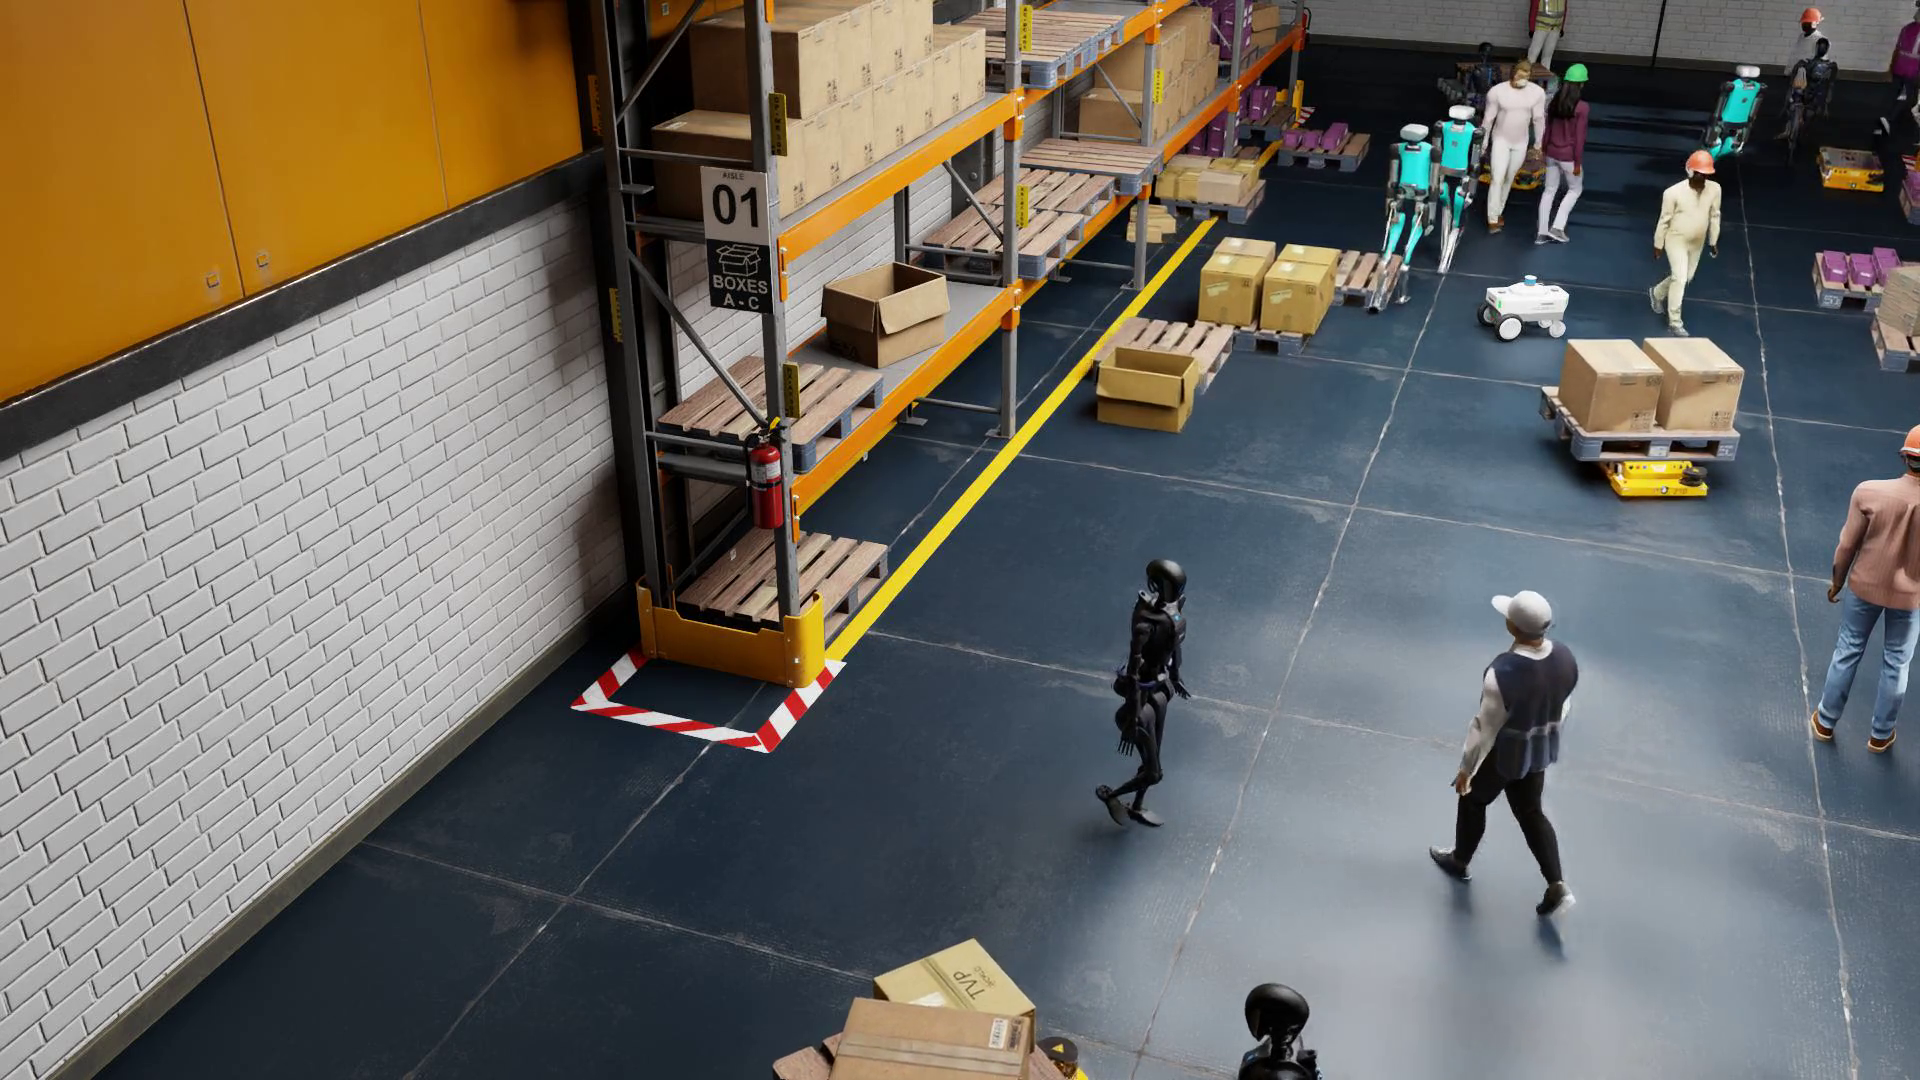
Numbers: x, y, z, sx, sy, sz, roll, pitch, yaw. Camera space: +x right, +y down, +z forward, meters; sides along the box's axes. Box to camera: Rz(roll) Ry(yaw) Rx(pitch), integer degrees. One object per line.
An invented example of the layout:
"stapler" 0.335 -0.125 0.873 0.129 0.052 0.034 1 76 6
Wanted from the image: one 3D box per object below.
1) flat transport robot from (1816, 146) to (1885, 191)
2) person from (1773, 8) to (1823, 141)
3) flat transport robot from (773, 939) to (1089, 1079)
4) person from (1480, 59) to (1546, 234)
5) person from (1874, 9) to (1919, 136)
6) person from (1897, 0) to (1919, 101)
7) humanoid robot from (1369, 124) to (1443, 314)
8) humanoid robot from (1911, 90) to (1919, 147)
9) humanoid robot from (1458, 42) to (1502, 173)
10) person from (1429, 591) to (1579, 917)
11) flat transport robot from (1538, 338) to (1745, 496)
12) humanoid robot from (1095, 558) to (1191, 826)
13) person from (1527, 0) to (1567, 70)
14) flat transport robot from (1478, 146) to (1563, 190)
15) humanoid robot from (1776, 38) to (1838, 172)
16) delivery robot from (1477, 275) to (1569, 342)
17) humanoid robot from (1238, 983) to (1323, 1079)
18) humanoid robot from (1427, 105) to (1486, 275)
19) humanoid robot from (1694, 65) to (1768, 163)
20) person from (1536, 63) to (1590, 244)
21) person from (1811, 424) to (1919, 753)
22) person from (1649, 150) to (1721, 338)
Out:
"flat transport robot" 11.085 -4.624 20.720 0.659 0.231 1.431 10 29 19
"person" 11.171 -6.181 22.138 0.381 1.736 0.561 3 27 5
"flat transport robot" 0.004 2.549 6.806 1.431 0.231 0.659 -15 31 -27
"person" 6.106 -4.332 18.374 0.630 1.892 0.944 0 27 0
"person" 12.633 -6.274 22.223 0.481 1.822 0.604 -8 28 -15
"person" 13.991 -7.179 24.201 0.494 1.612 0.528 9 29 16
"humanoid robot" 4.236 -3.037 16.120 0.581 1.848 0.865 18 33 32
"humanoid robot" 12.691 -5.812 21.443 0.832 1.780 0.533 10 29 19
"humanoid robot" 6.409 -5.305 20.531 0.583 1.638 0.635 -10 29 -18
"person" 2.743 1.038 8.137 0.730 1.734 0.739 -11 29 -21
"flat transport robot" 5.309 -0.727 13.162 0.659 0.231 1.431 0 27 0
"humanoid robot" 0.975 0.796 8.671 0.383 1.647 0.609 16 31 28
"person" 8.795 -7.671 24.914 0.625 1.846 0.429 -8 28 -15
"flat transport robot" 7.080 -4.630 20.732 0.659 0.231 1.431 22 35 36
"humanoid robot" 10.641 -5.504 20.964 0.610 1.647 0.767 4 28 8
"delivery robot" 5.328 -2.198 15.697 0.782 0.589 0.499 -3 27 -5
"humanoid robot" 1.098 2.250 5.849 0.434 1.645 0.606 9 28 16
"humanoid robot" 5.163 -3.673 17.292 0.546 1.775 0.834 15 31 27
"humanoid robot" 8.735 -4.670 19.250 0.562 1.771 0.985 -3 27 -5
"person" 6.548 -4.167 18.010 0.508 1.935 0.514 -19 33 -32
"person" 5.216 0.272 9.345 0.610 1.991 0.388 15 31 27
"person" 6.809 -2.841 15.673 0.570 1.724 0.778 -6 28 -12
